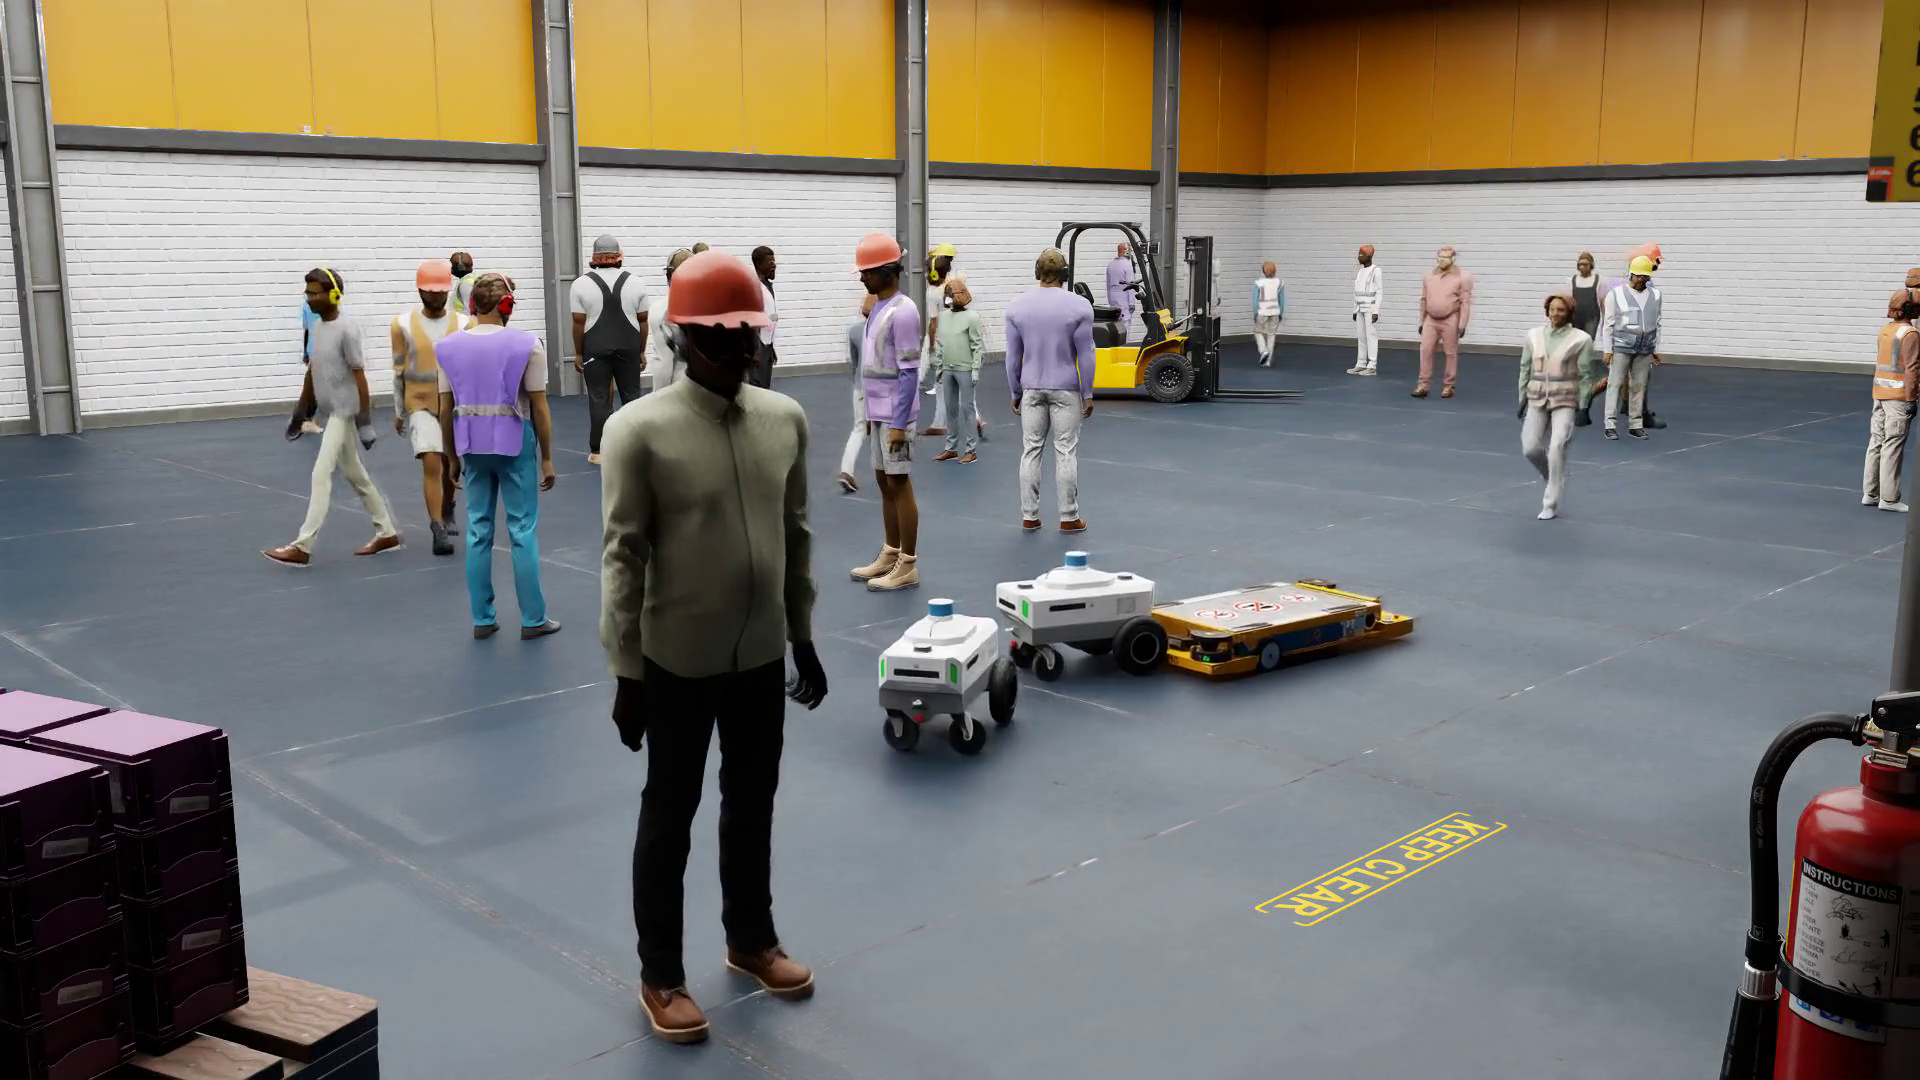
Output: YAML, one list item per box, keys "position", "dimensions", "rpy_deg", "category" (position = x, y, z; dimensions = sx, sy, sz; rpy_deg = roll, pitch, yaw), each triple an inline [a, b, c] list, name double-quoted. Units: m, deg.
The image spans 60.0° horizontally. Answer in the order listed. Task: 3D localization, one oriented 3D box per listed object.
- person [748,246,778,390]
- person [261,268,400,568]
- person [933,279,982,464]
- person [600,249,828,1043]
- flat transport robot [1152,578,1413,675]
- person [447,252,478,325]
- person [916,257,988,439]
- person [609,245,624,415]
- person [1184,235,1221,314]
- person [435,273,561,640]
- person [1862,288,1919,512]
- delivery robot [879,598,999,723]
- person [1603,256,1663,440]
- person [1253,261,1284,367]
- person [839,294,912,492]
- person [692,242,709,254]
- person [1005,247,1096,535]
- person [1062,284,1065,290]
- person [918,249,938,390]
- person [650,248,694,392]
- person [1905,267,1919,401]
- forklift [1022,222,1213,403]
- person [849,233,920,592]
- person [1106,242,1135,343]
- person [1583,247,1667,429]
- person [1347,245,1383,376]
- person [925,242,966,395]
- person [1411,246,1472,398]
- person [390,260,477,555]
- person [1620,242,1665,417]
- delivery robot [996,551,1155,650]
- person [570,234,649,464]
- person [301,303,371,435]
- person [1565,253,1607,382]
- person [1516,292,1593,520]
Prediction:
- position: [-1.906, -1.838, 15.897]
  dimensions: [0.391, 1.920, 0.587]
  rpy_deg: [2, 10, 8]
  category: "person"
- position: [-3.917, -0.757, 10.281]
  dimensions: [0.941, 1.820, 0.517]
  rpy_deg: [-9, 14, -41]
  category: "person"
- position: [-0.020, -1.497, 14.818]
  dimensions: [0.507, 1.632, 0.268]
  rpy_deg: [10, 14, 42]
  category: "person"
- position: [-0.612, 0.267, 4.234]
  dimensions: [0.400, 1.990, 0.630]
  rpy_deg: [10, 14, 44]
  category: "person"
- position: [1.507, 0.407, 8.156]
  dimensions: [1.431, 0.197, 0.652]
  rpy_deg: [-8, 13, -36]
  category: "flat transport robot"
- position: [-5.471, -2.269, 18.467]
  dimensions: [0.429, 1.839, 0.634]
  rpy_deg: [-2, 11, -10]
  category: "person"
- position: [-0.053, -1.900, 16.542]
  dimensions: [0.865, 1.822, 0.566]
  rpy_deg: [7, 12, 33]
  category: "person"
- position: [-3.630, -2.153, 17.568]
  dimensions: [0.545, 1.938, 0.361]
  rpy_deg: [-3, 11, -16]
  category: "person"
- position: [4.182, -4.227, 28.649]
  dimensions: [0.622, 2.018, 0.808]
  rpy_deg: [2, 11, 11]
  category: "person"
- position: [-2.311, -0.404, 8.303]
  dimensions: [0.563, 1.837, 0.391]
  rpy_deg: [1, 10, 7]
  category: "person"
- position: [6.889, -1.028, 12.246]
  dimensions: [0.308, 1.641, 0.517]
  rpy_deg: [1, 10, 4]
  category: "person"
- position: [-0.078, 0.481, 6.720]
  dimensions: [0.477, 0.478, 0.707]
  rpy_deg: [3, 11, 15]
  category: "delivery robot"
- position: [6.681, -1.901, 16.507]
  dimensions: [0.588, 1.822, 0.403]
  rpy_deg: [-1, 10, -4]
  category: "person"
- position: [4.738, -3.471, 25.594]
  dimensions: [0.523, 1.625, 0.388]
  rpy_deg: [-1, 10, -8]
  category: "person"
- position: [-0.680, -1.182, 13.174]
  dimensions: [0.510, 1.604, 0.762]
  rpy_deg: [5, 12, 27]
  category: "person"
- position: [-3.164, -2.724, 20.684]
  dimensions: [0.378, 1.937, 0.629]
  rpy_deg: [2, 11, 9]
  category: "person"
- position: [0.616, -0.999, 11.275]
  dimensions: [0.630, 1.940, 0.372]
  rpy_deg: [4, 11, 19]
  category: "person"
- position: [1.276, -3.023, 22.783]
  dimensions: [0.329, 1.765, 0.526]
  rpy_deg: [-3, 11, -15]
  category: "person"
- position: [-0.340, -2.852, 21.626]
  dimensions: [0.904, 1.843, 0.577]
  rpy_deg: [-6, 12, -28]
  category: "person"
- position: [-1.778, -0.928, 10.881]
  dimensions: [0.370, 1.941, 0.627]
  rpy_deg: [8, 13, 38]
  category: "person"
- position: [11.550, -2.479, 20.174]
  dimensions: [0.266, 1.632, 0.509]
  rpy_deg: [9, 14, 40]
  category: "person"
- position: [1.935, -2.847, 20.651]
  dimensions: [2.313, 2.155, 1.214]
  rpy_deg: [2, 11, 13]
  category: "forklift"
- position: [-0.430, -0.721, 9.498]
  dimensions: [0.392, 2.033, 0.605]
  rpy_deg: [-3, 11, -18]
  category: "person"
- position: [2.657, -3.883, 27.081]
  dimensions: [0.399, 1.909, 0.642]
  rpy_deg: [-6, 12, -31]
  category: "person"
- position: [6.970, -2.117, 17.477]
  dimensions: [0.892, 1.908, 0.553]
  rpy_deg: [1, 10, 7]
  category: "person"
- position: [5.889, -3.324, 24.097]
  dimensions: [0.339, 1.882, 0.581]
  rpy_deg: [-3, 11, -18]
  category: "person"
- position: [-0.177, -2.781, 21.011]
  dimensions: [0.587, 1.930, 0.362]
  rpy_deg: [10, 15, 44]
  category: "person"
- position: [5.934, -2.685, 20.613]
  dimensions: [0.677, 1.882, 0.765]
  rpy_deg: [8, 13, 38]
  category: "person"
- position: [-3.411, -0.888, 10.878]
  dimensions: [0.557, 1.880, 1.022]
  rpy_deg: [-5, 11, -24]
  category: "person"
- position: [7.658, -2.355, 18.664]
  dimensions: [0.360, 1.939, 0.543]
  rpy_deg: [2, 11, 11]
  category: "person"
- position: [0.534, 0.297, 7.723]
  dimensions: [0.707, 0.478, 0.477]
  rpy_deg: [-4, 11, -22]
  category: "delivery robot"
- position: [-3.126, -1.700, 14.812]
  dimensions: [0.683, 2.000, 0.536]
  rpy_deg: [-4, 11, -20]
  category: "person"
- position: [-6.449, -1.918, 17.058]
  dimensions: [0.544, 1.639, 0.884]
  rpy_deg: [7, 13, 35]
  category: "person"
- position: [8.111, -2.829, 21.656]
  dimensions: [0.516, 1.784, 0.982]
  rpy_deg: [7, 13, 34]
  category: "person"
- position: [4.287, -0.971, 11.953]
  dimensions: [0.527, 1.624, 0.503]
  rpy_deg: [10, 14, 42]
  category: "person"
